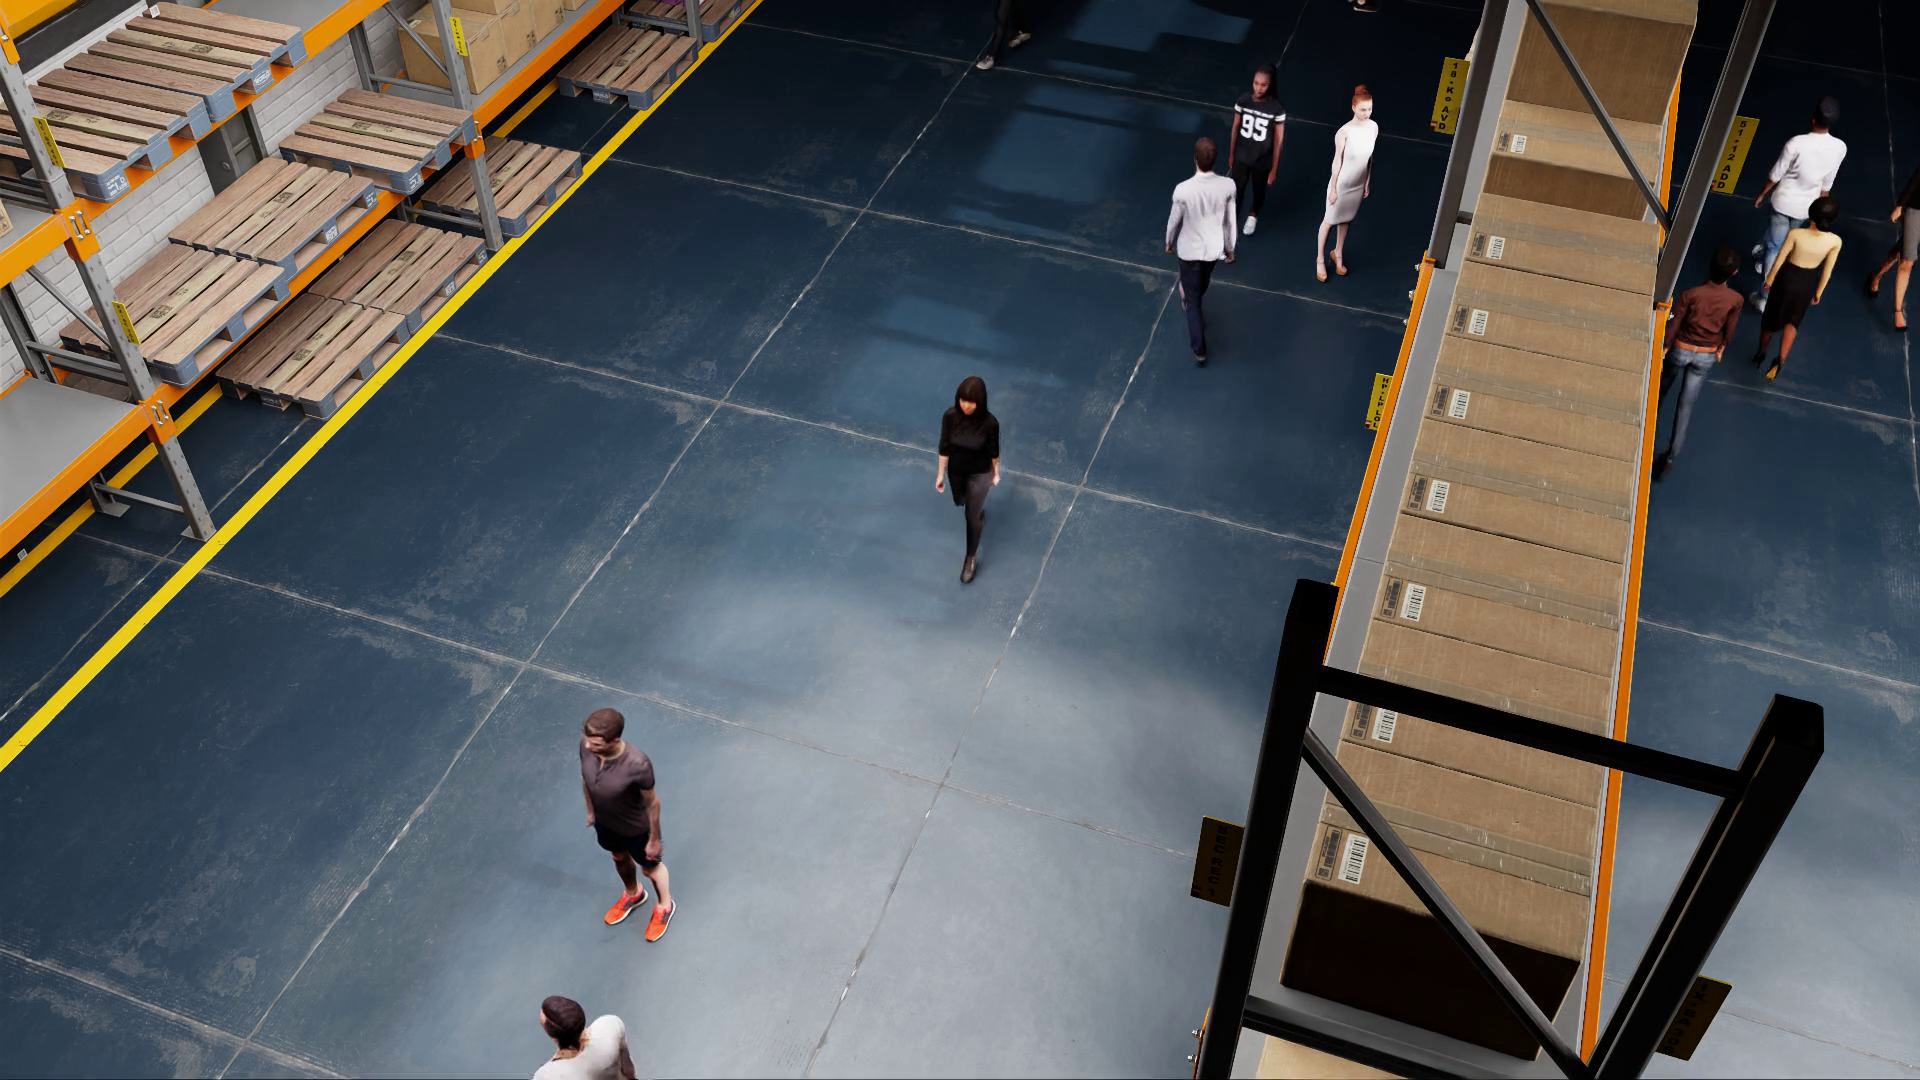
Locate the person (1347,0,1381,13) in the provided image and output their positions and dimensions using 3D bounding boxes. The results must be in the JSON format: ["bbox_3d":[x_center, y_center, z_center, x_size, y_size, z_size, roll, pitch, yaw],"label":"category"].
[{"bbox_3d":[4.435,-6.543,17.769,0.714,1.725,0.593,-4,44,-5],"label":"person"}]

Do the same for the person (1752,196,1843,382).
[{"bbox_3d":[6.494,-1.921,12.980,0.577,1.639,0.786,15,46,15],"label":"person"}]

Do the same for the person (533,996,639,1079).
[{"bbox_3d":[-1.690,2.759,7.934,0.958,1.823,0.996,34,53,30],"label":"person"}]

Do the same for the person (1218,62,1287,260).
[{"bbox_3d":[2.578,-3.324,14.420,0.677,1.683,1.140,16,46,16],"label":"person"}]

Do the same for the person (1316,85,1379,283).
[{"bbox_3d":[3.250,-2.982,13.981,0.614,1.793,0.677,-18,47,-18],"label":"person"}]

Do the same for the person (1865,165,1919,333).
[{"bbox_3d":[7.870,-2.680,13.660,0.879,1.798,1.178,2,44,2],"label":"person"}]

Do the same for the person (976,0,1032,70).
[{"bbox_3d":[0.536,-5.721,16.917,0.990,1.710,1.276,34,53,30],"label":"person"}]

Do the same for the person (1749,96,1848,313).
[{"bbox_3d":[6.887,-2.730,13.736,0.872,1.767,1.255,3,44,4],"label":"person"}]

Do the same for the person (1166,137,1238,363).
[{"bbox_3d":[1.920,-2.249,13.209,1.095,1.797,1.290,-6,44,-6],"label":"person"}]

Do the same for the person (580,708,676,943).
[{"bbox_3d":[-1.842,1.537,9.192,0.677,1.855,0.590,21,47,20],"label":"person"}]

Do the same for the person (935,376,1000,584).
[{"bbox_3d":[0.085,-0.529,11.532,0.557,1.620,0.980,13,45,13],"label":"person"}]

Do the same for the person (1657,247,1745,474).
[{"bbox_3d":[5.400,-1.290,12.250,0.711,1.731,1.166,10,45,10],"label":"person"}]
